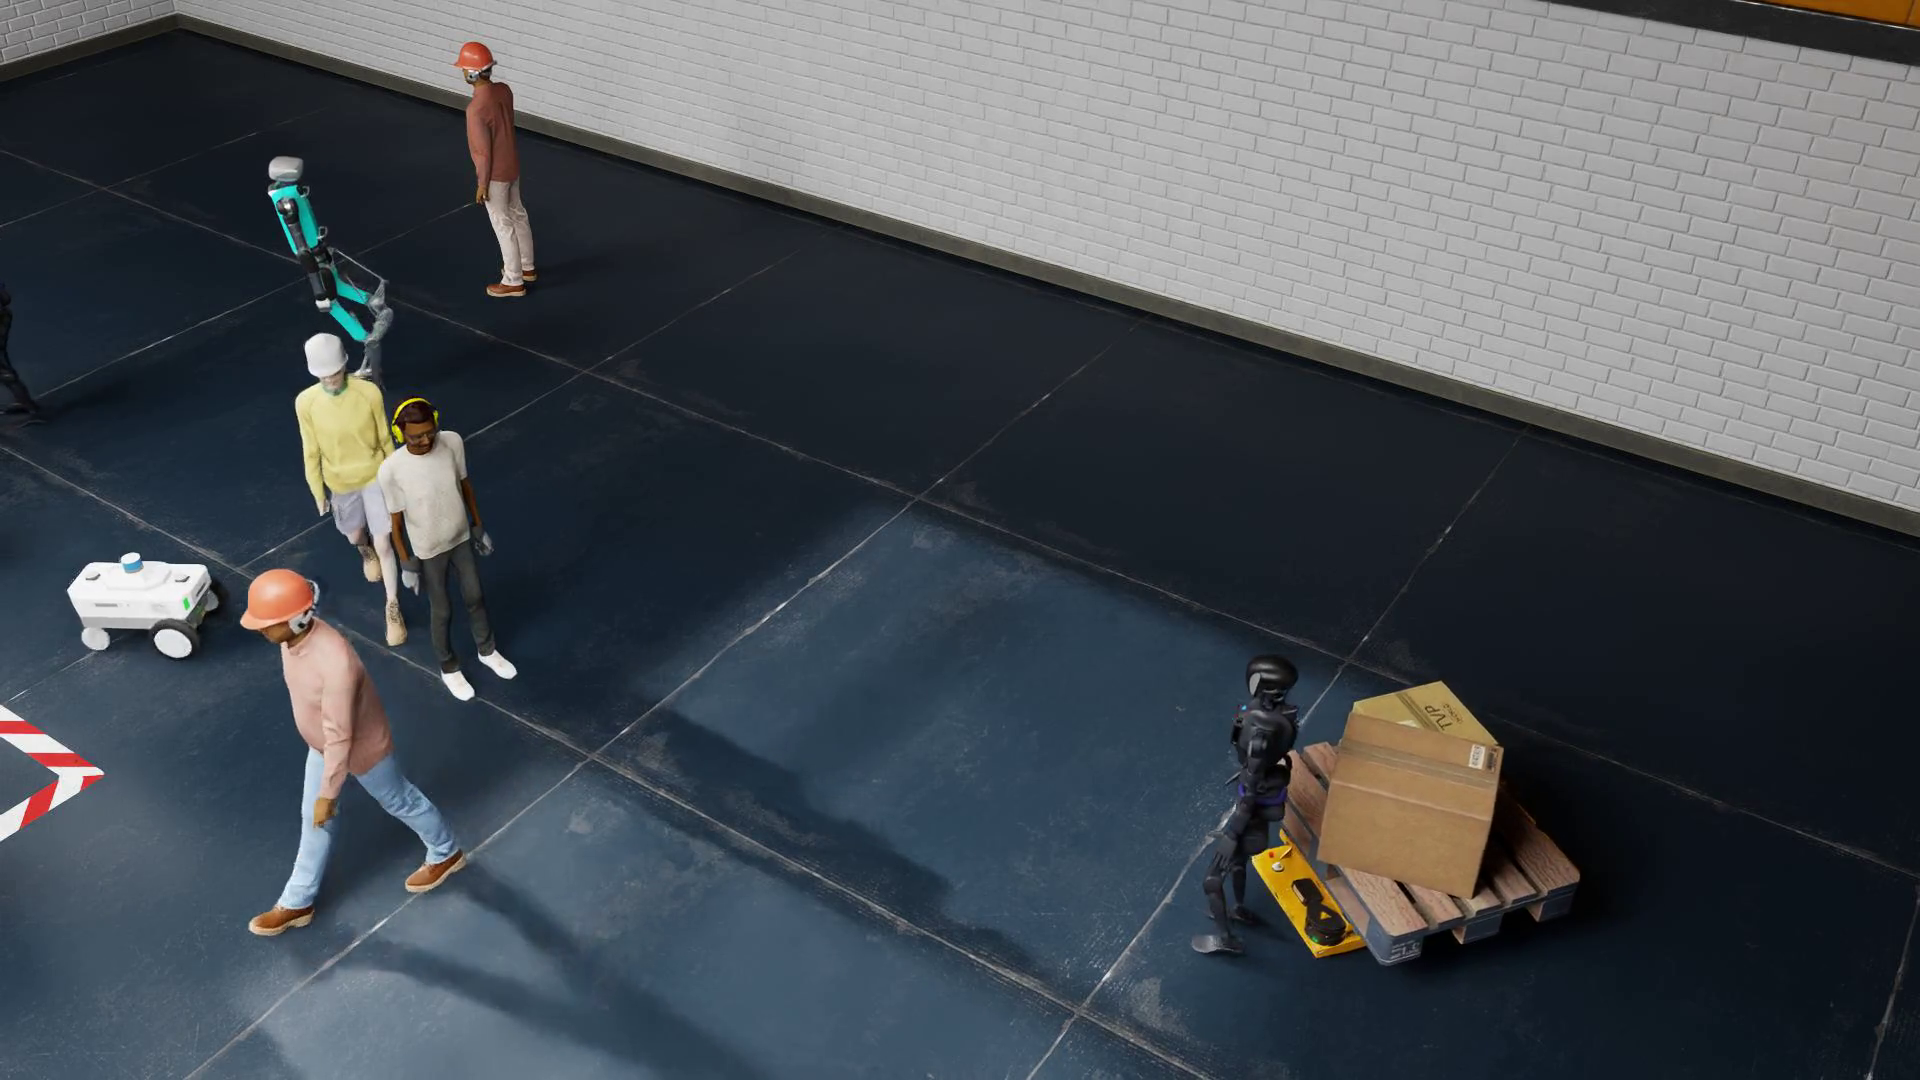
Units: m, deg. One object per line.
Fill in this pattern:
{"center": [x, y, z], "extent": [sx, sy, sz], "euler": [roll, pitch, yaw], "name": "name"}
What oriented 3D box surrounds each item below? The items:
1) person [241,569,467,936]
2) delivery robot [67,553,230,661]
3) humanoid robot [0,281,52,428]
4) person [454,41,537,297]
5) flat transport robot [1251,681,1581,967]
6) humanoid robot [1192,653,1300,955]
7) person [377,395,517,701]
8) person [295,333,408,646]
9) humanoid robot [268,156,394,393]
{"center": [-2.826, 0.963, 7.433], "extent": [0.620, 1.938, 1.035], "euler": [28, 43, 33], "name": "person"}
{"center": [-4.633, 0.353, 9.527], "extent": [0.791, 0.614, 0.499], "euler": [1, 35, 2], "name": "delivery robot"}
{"center": [-6.543, -1.504, 11.190], "extent": [0.372, 1.650, 0.594], "euler": [-8, 36, -11], "name": "humanoid robot"}
{"center": [-3.582, -2.853, 12.838], "extent": [0.379, 1.994, 0.611], "euler": [6, 35, 8], "name": "person"}
{"center": [2.202, 1.557, 8.039], "extent": [1.431, 0.231, 0.659], "euler": [-11, 37, -16], "name": "flat transport robot"}
{"center": [1.281, 1.147, 7.389], "extent": [0.349, 1.647, 0.586], "euler": [9, 36, 12], "name": "humanoid robot"}
{"center": [-2.734, 0.037, 8.832], "extent": [0.337, 1.856, 0.521], "euler": [27, 43, 33], "name": "person"}
{"center": [-3.428, -0.375, 9.417], "extent": [0.498, 1.861, 0.864], "euler": [-11, 37, -16], "name": "person"}
{"center": [-4.275, -1.786, 11.629], "extent": [0.727, 1.904, 0.544], "euler": [-10, 36, -14], "name": "humanoid robot"}
